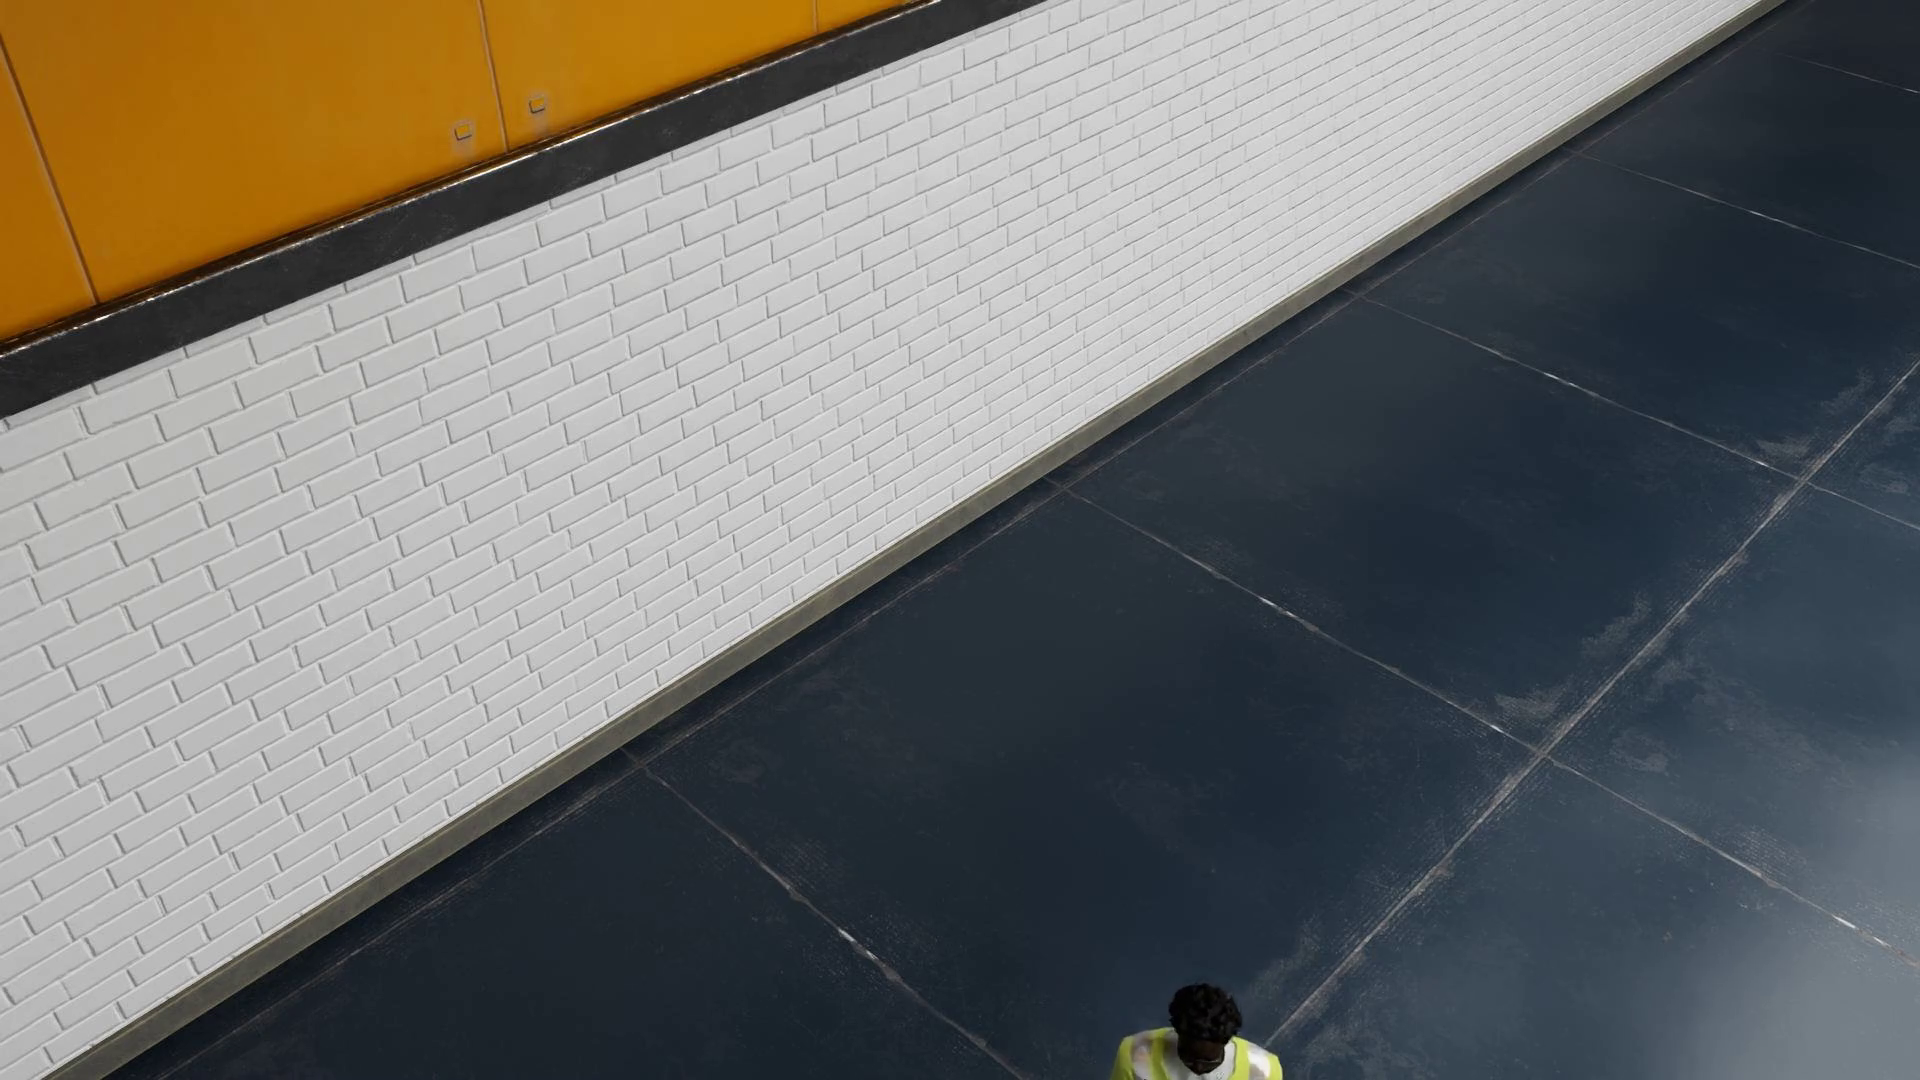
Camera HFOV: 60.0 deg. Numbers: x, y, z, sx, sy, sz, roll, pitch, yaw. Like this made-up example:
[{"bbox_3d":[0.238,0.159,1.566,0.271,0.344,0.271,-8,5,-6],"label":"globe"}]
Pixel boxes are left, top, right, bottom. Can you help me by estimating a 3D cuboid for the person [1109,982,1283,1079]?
[{"bbox_3d":[0.703,2.009,5.303,0.549,1.655,0.866,9,39,11],"label":"person"}]
